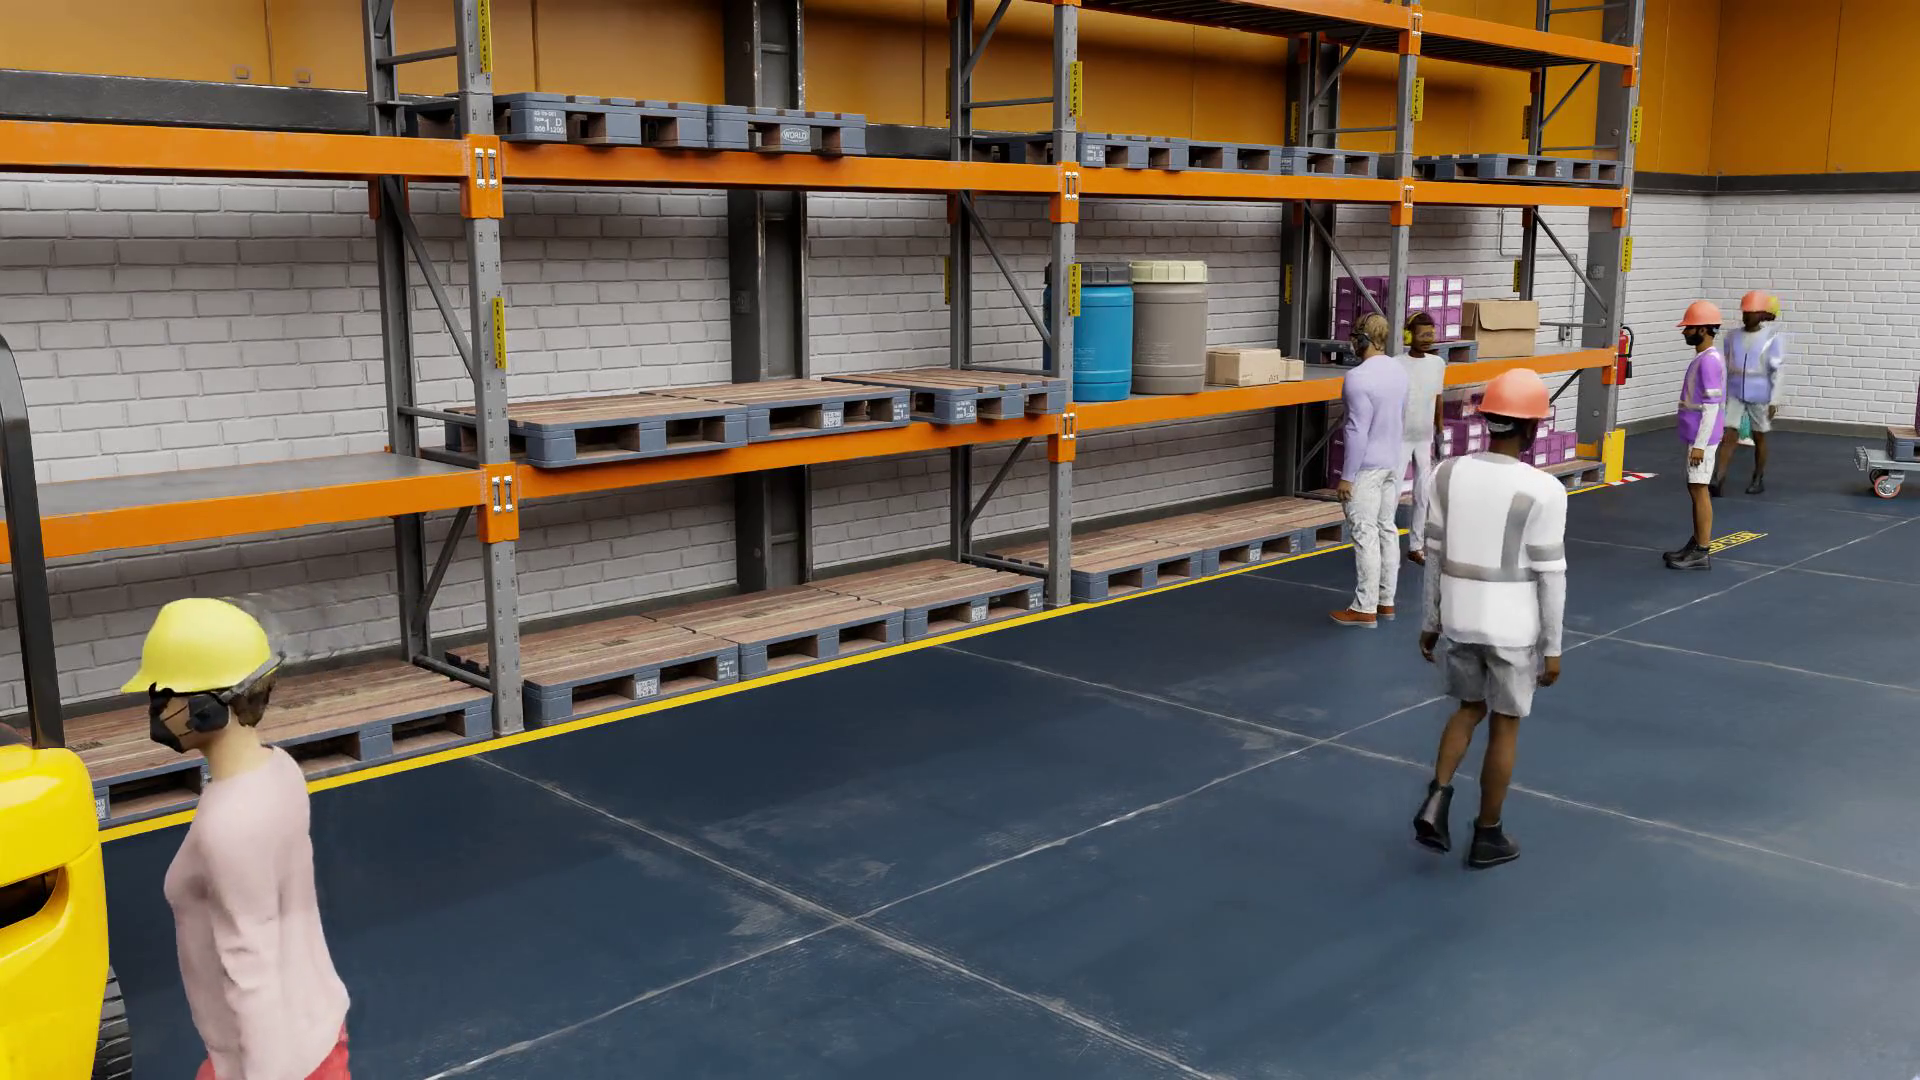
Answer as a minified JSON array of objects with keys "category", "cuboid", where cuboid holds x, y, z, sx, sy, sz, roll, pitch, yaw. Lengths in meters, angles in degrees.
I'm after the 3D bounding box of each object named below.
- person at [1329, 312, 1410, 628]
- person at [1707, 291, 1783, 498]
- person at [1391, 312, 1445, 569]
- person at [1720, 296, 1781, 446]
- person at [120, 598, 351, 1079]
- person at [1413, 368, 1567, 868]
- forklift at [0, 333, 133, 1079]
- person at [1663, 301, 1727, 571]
[{"category":"person","cuboid":[2.529,-0.430,10.265,0.356,1.938,0.633,9,14,41]},{"category":"person","cuboid":[7.216,-1.321,15.256,0.564,1.880,1.014,10,14,42]},{"category":"person","cuboid":[3.282,-0.717,12.057,0.527,1.860,0.321,-3,11,-16]},{"category":"person","cuboid":[9.076,-1.952,19.168,0.339,1.718,0.710,-3,11,-15]},{"category":"person","cuboid":[-1.451,0.968,3.188,0.831,1.727,0.542,-2,11,-10]},{"category":"person","cuboid":[1.988,0.315,6.249,0.464,1.919,0.569,-9,14,-41]},{"category":"forklift","cuboid":[-3.289,0.485,4.582,1.214,2.155,2.313,-10,14,-44]},{"category":"person","cuboid":[5.301,-0.746,11.997,0.371,1.935,0.551,4,11,20]}]
